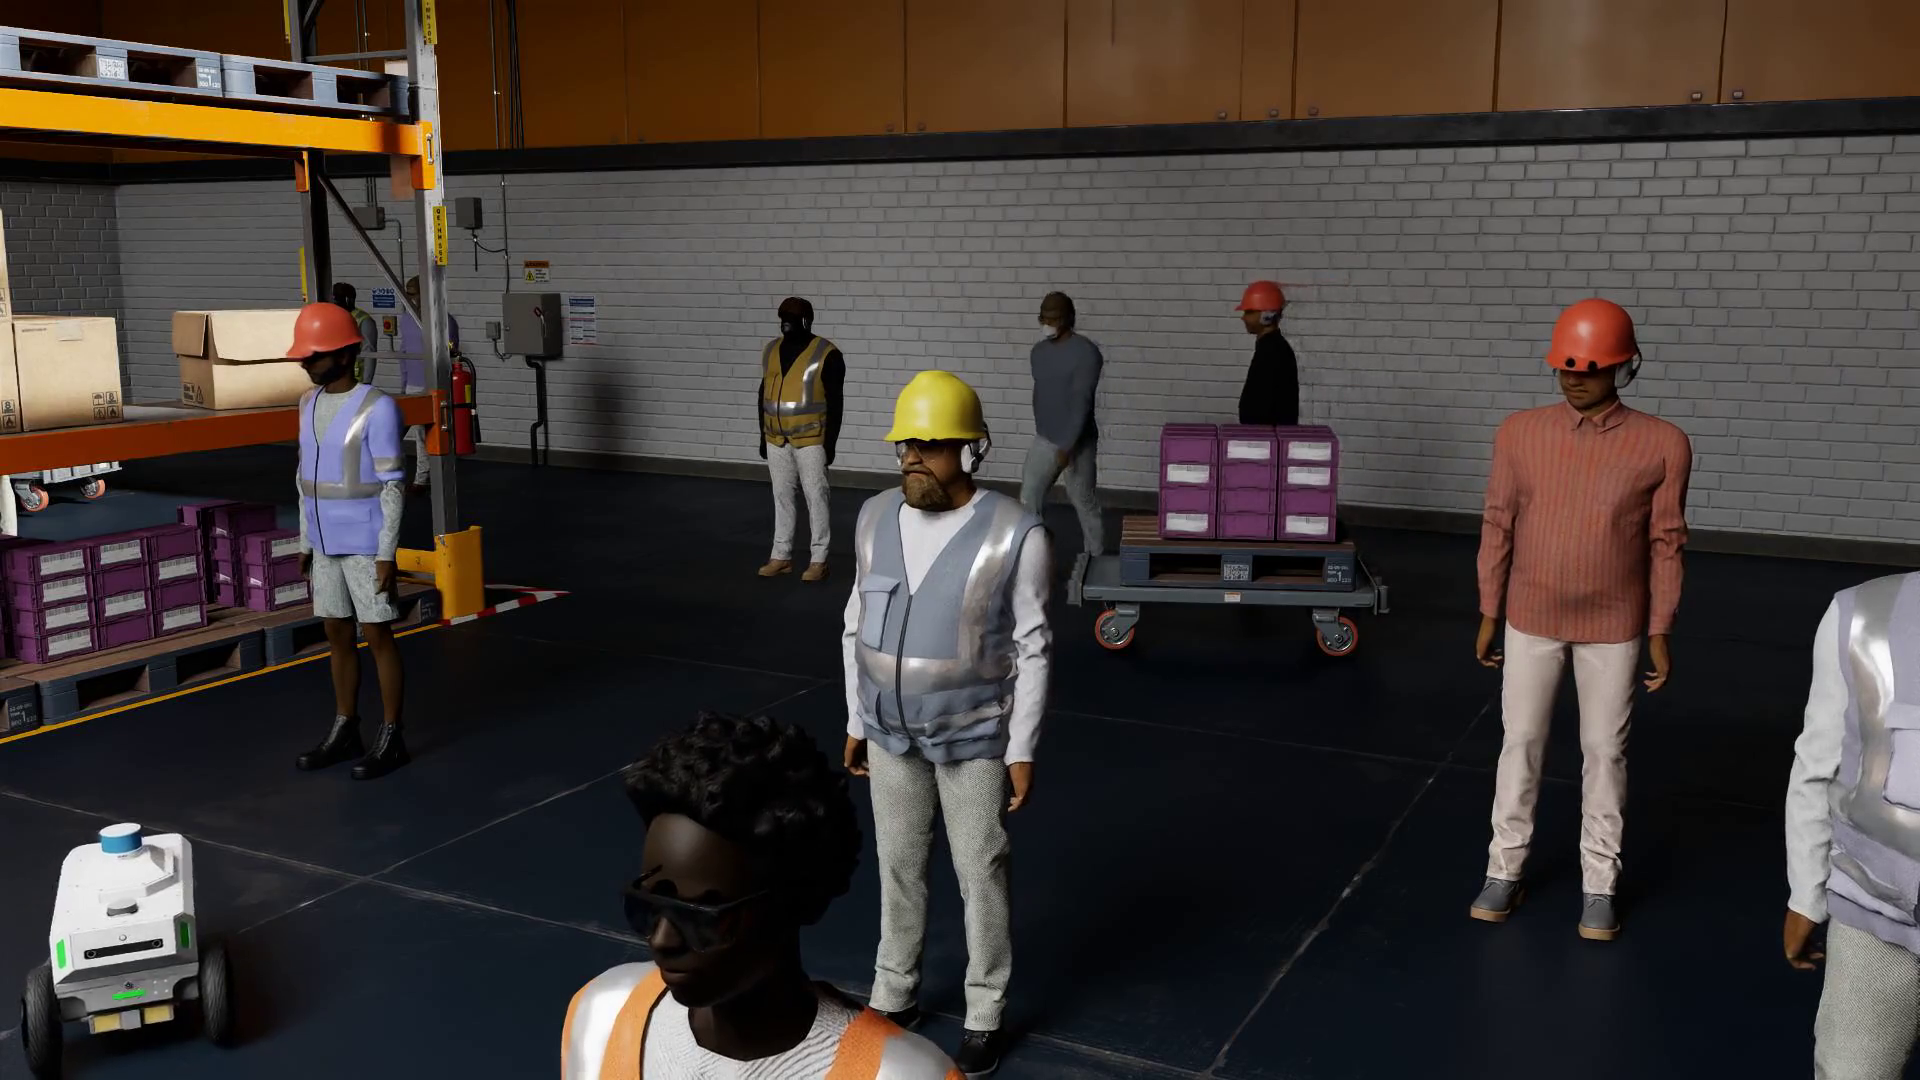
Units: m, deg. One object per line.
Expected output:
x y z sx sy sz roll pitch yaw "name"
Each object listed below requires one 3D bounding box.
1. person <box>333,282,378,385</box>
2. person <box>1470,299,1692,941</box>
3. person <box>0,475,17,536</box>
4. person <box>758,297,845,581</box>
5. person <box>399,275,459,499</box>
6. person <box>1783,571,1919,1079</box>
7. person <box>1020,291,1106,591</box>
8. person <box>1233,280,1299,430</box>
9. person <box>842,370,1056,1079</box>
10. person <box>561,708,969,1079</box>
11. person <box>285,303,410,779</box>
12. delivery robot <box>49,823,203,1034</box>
-5.891 -1.547 16.004 0.619 1.845 0.430 5 11 27 "person"
1.910 0.251 5.179 0.609 1.986 0.391 5 11 27 "person"
-6.882 -0.812 11.665 0.518 1.874 0.326 5 11 27 "person"
-1.062 -0.656 10.848 0.619 1.845 0.430 5 11 27 "person"
-4.602 -1.314 14.396 0.627 1.934 0.370 5 11 27 "person"
1.846 0.688 3.090 0.586 1.835 0.403 5 11 27 "person"
0.548 -0.572 10.261 0.978 1.884 0.619 -9 13 -41 "person"
1.963 -0.598 10.172 0.831 1.965 0.622 1 10 7 "person"
-0.058 0.481 4.288 0.586 1.835 0.403 5 11 27 "person"
-0.208 0.996 1.701 0.529 1.697 0.321 5 11 27 "person"
-2.492 0.010 6.741 0.542 1.928 0.374 5 11 27 "person"
-2.290 1.023 4.577 0.477 0.478 0.707 -4 11 -25 "delivery robot"
